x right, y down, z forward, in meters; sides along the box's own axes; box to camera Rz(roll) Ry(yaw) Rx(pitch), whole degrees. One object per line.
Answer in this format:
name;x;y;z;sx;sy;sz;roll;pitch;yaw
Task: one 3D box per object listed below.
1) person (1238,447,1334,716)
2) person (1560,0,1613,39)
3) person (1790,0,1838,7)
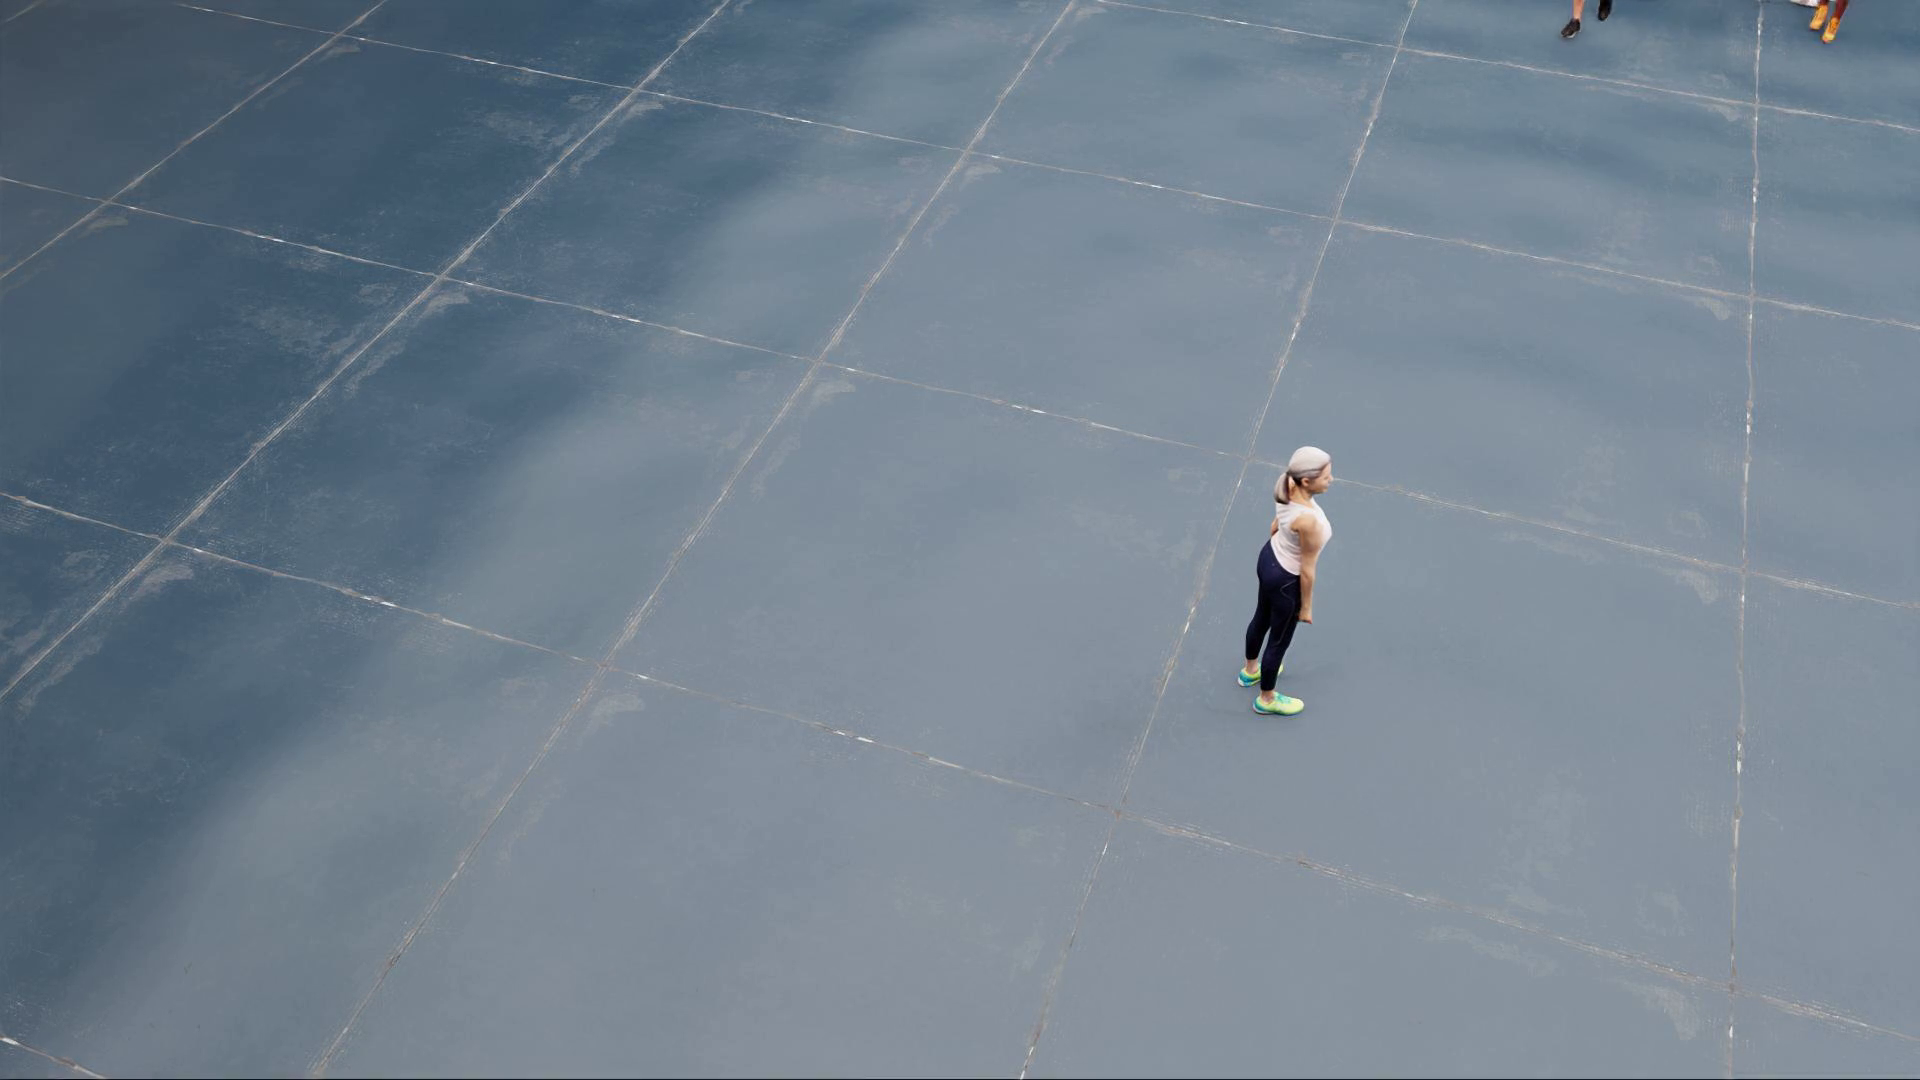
person;1.669;0.205;8.604;0.702;1.704;0.687;-8;44;-8
person;5.630;-5.299;14.393;0.929;1.847;0.869;26;49;25
person;7.768;-5.497;14.885;0.734;1.465;0.599;15;45;15
